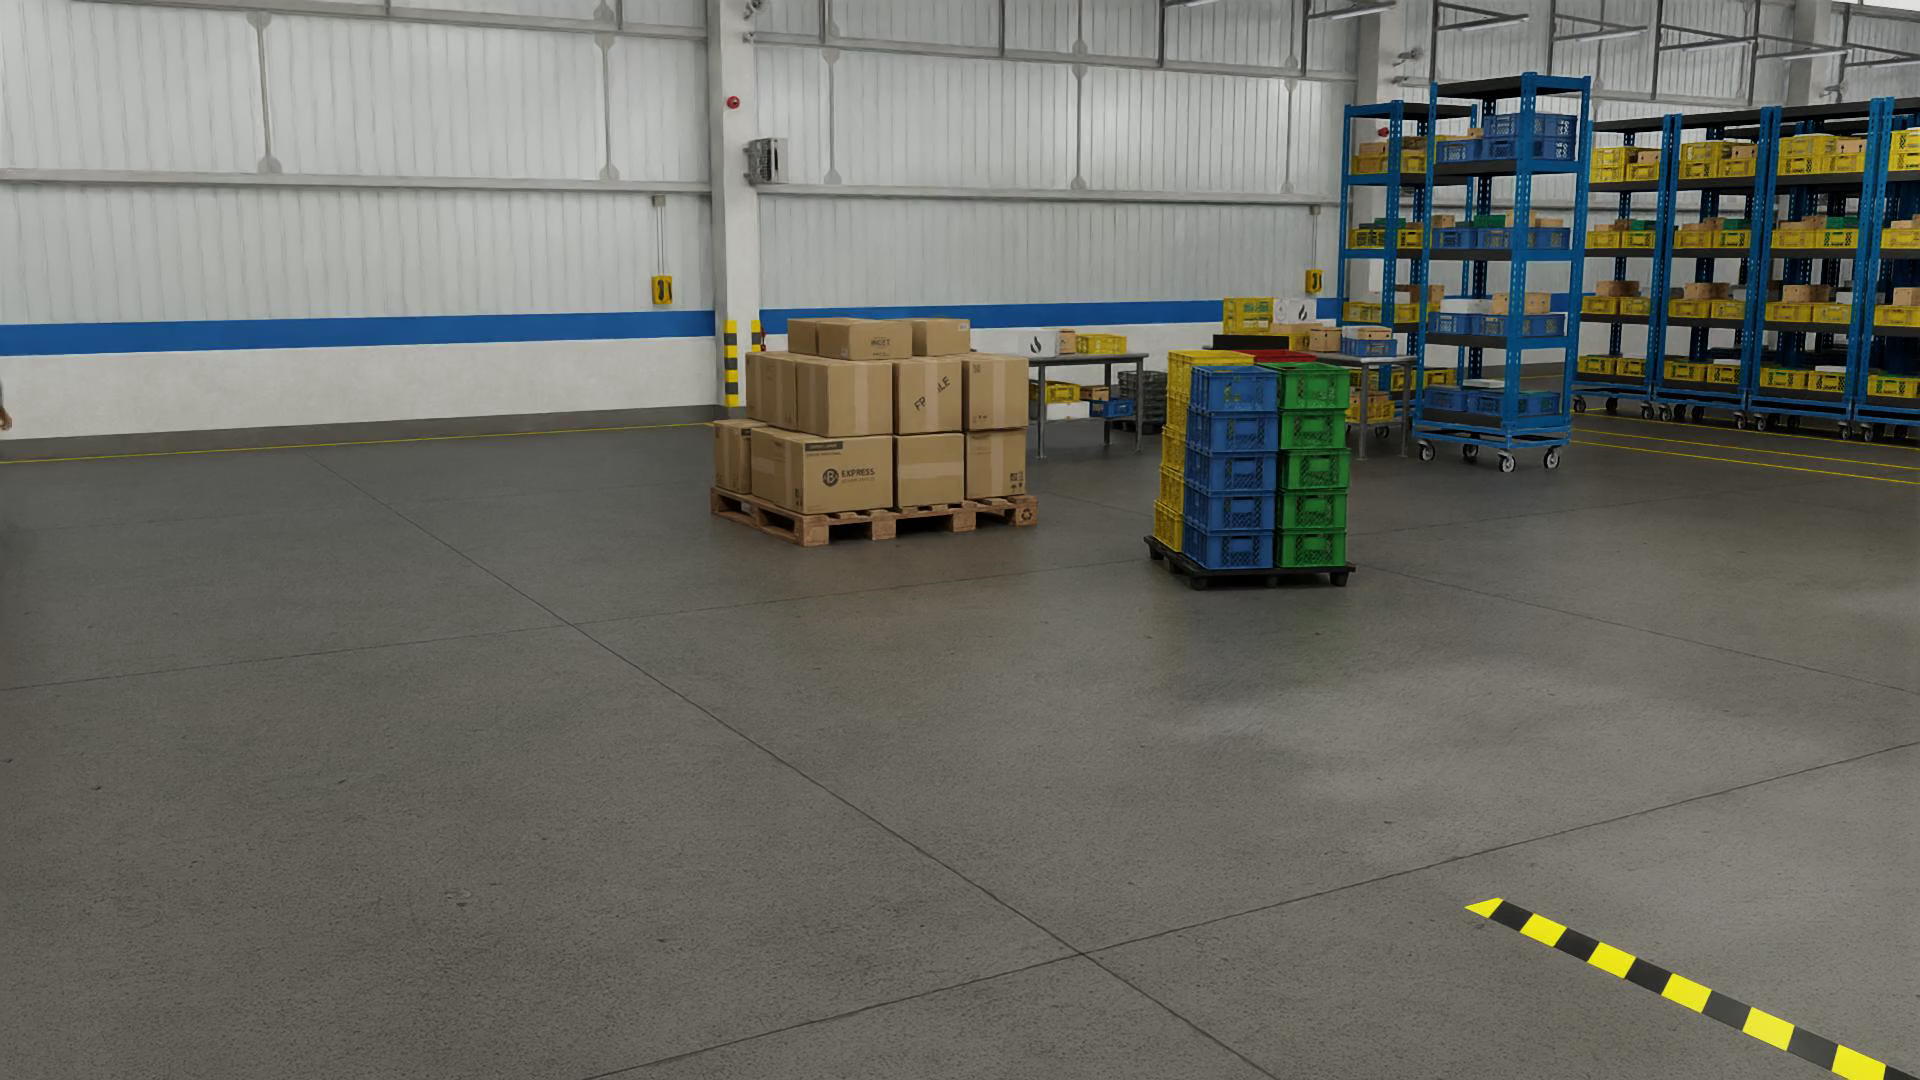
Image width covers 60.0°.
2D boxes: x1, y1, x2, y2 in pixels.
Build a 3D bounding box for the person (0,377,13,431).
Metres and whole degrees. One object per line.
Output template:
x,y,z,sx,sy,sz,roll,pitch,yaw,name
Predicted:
-6.958,-0.902,11.499,0.708,1.916,0.423,-3,11,-18,person
